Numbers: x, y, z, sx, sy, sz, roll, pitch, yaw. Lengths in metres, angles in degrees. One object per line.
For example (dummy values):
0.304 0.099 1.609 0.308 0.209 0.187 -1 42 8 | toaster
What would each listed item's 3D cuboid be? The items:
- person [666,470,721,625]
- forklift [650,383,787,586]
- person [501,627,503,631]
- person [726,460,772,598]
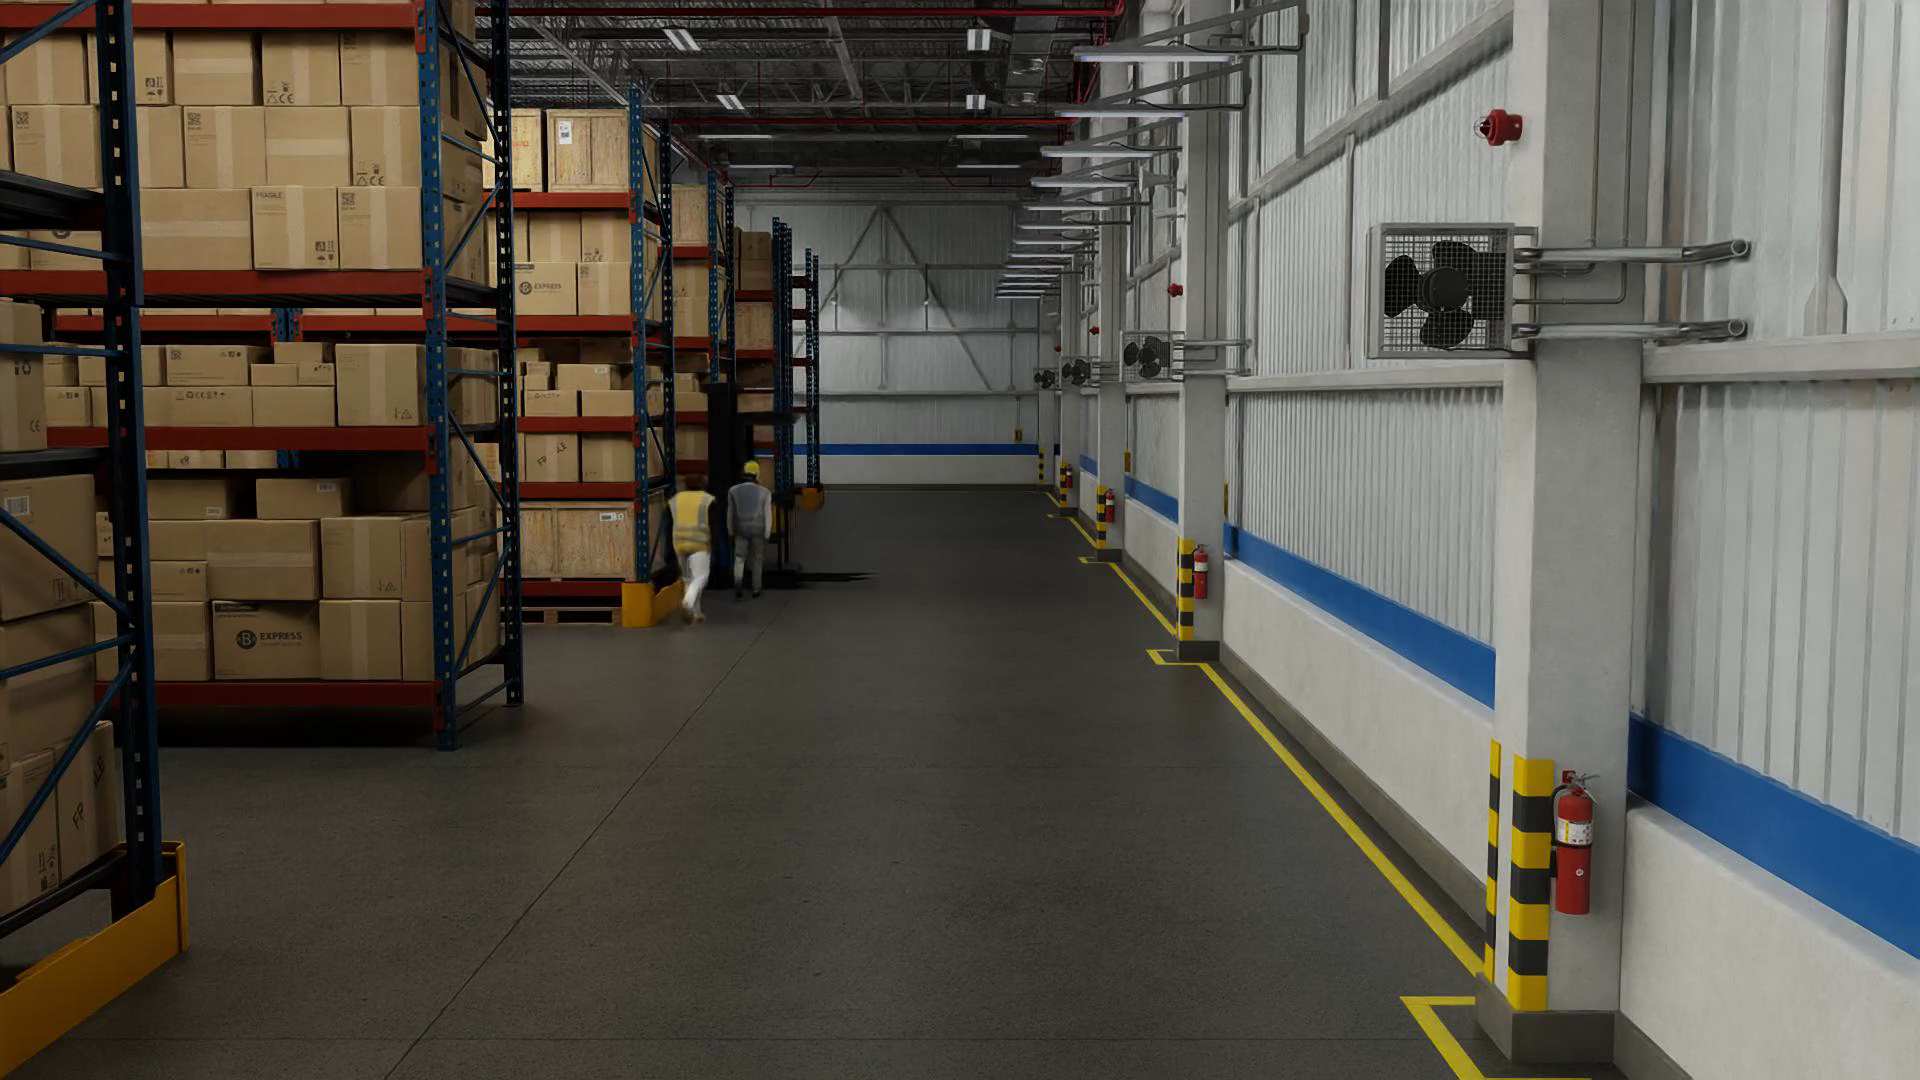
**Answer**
-3.082 0.105 18.998 0.648 1.799 0.840 1 5 14 | person
-3.308 -0.787 23.085 1.873 2.768 1.129 0 5 0 | forklift
-5.359 0.137 18.094 0.905 1.868 0.679 0 5 -1 | person
-2.724 -0.120 21.449 0.595 1.818 0.639 0 5 2 | person
